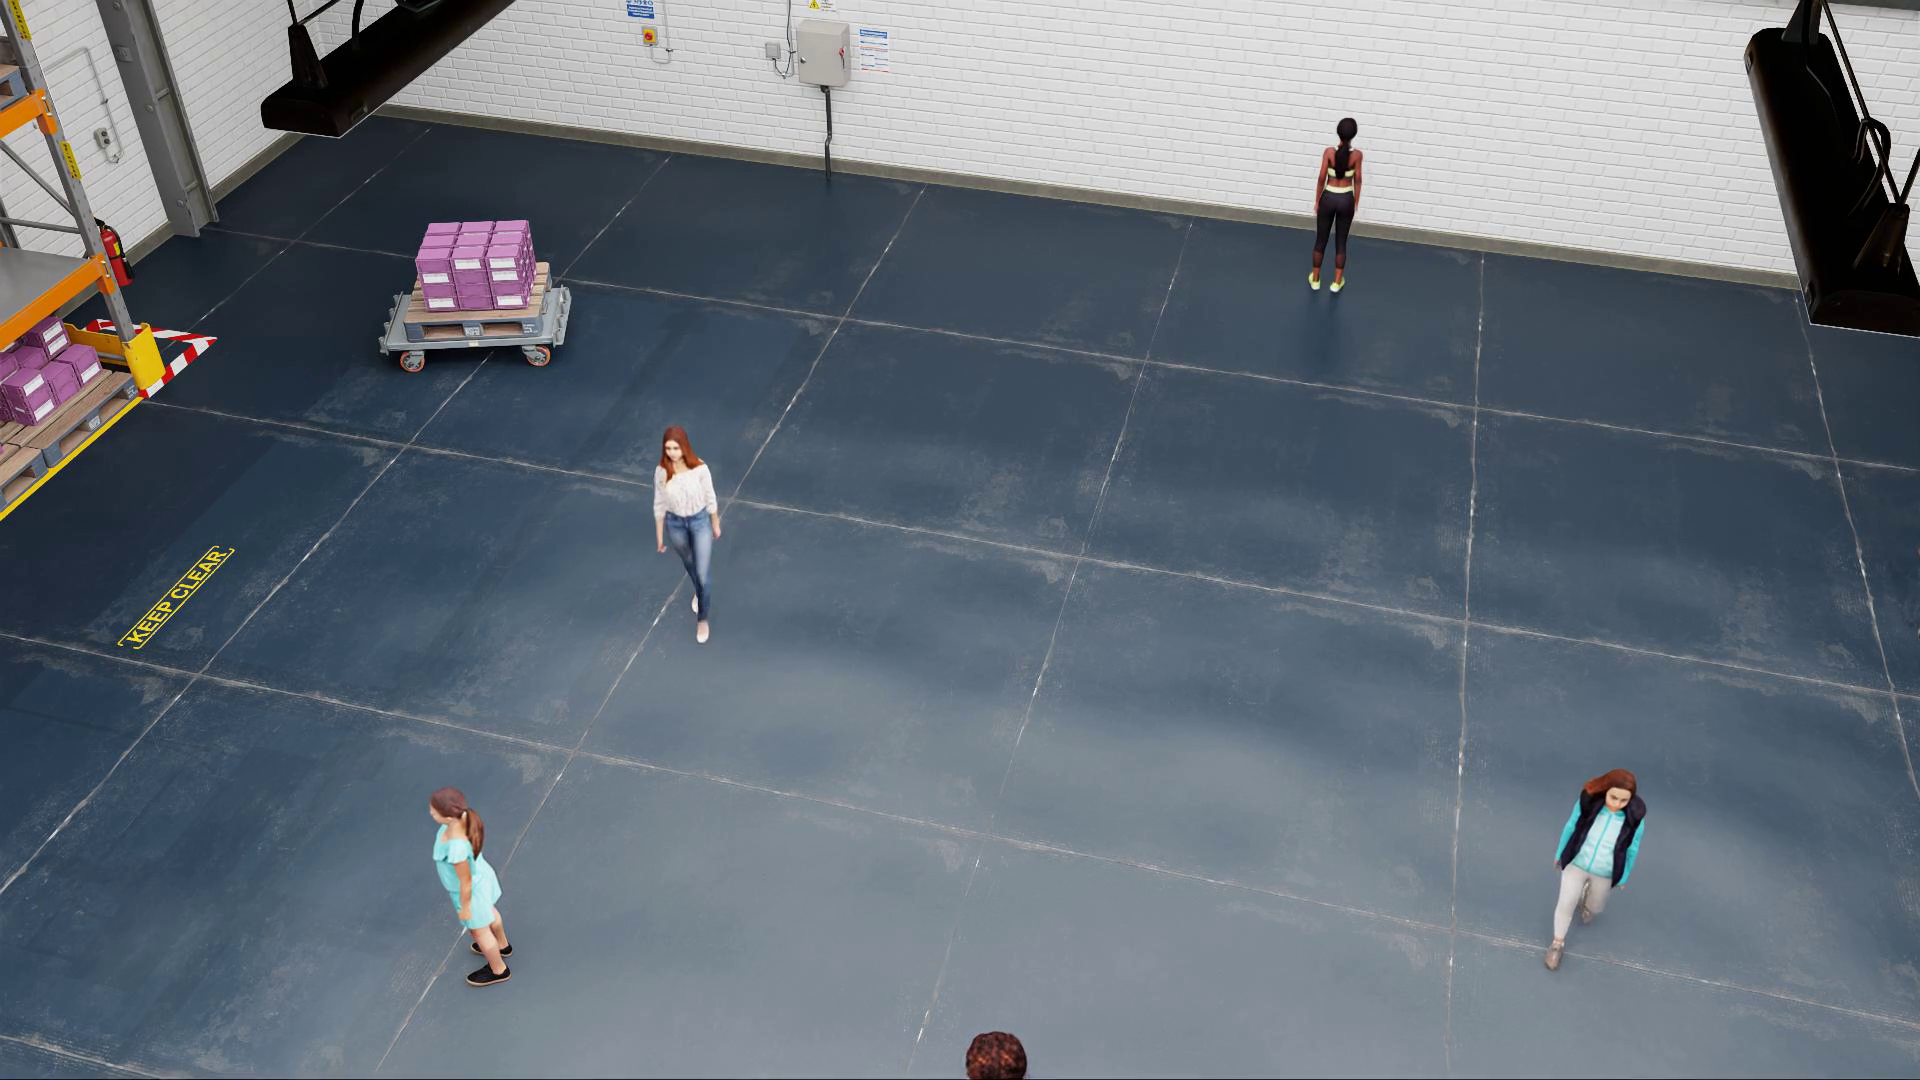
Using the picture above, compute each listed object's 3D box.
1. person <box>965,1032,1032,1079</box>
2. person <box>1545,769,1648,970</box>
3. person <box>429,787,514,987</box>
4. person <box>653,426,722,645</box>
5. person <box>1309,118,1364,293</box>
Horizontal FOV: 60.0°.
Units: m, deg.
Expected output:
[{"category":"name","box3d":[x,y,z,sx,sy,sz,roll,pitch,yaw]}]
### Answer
[{"category":"person","box3d":[0.191,3.022,8.250,0.610,1.712,0.719,-30,48,-32]},{"category":"person","box3d":[3.767,1.878,9.864,0.670,1.486,0.885,17,42,20]},{"category":"person","box3d":[-2.844,1.996,9.659,0.676,1.558,0.566,-3,39,-4]},{"category":"person","box3d":[-1.979,-0.162,12.242,0.715,1.706,0.962,2,39,3]},{"category":"person","box3d":[3.628,-3.228,16.043,0.570,1.754,0.509,8,39,10]}]
